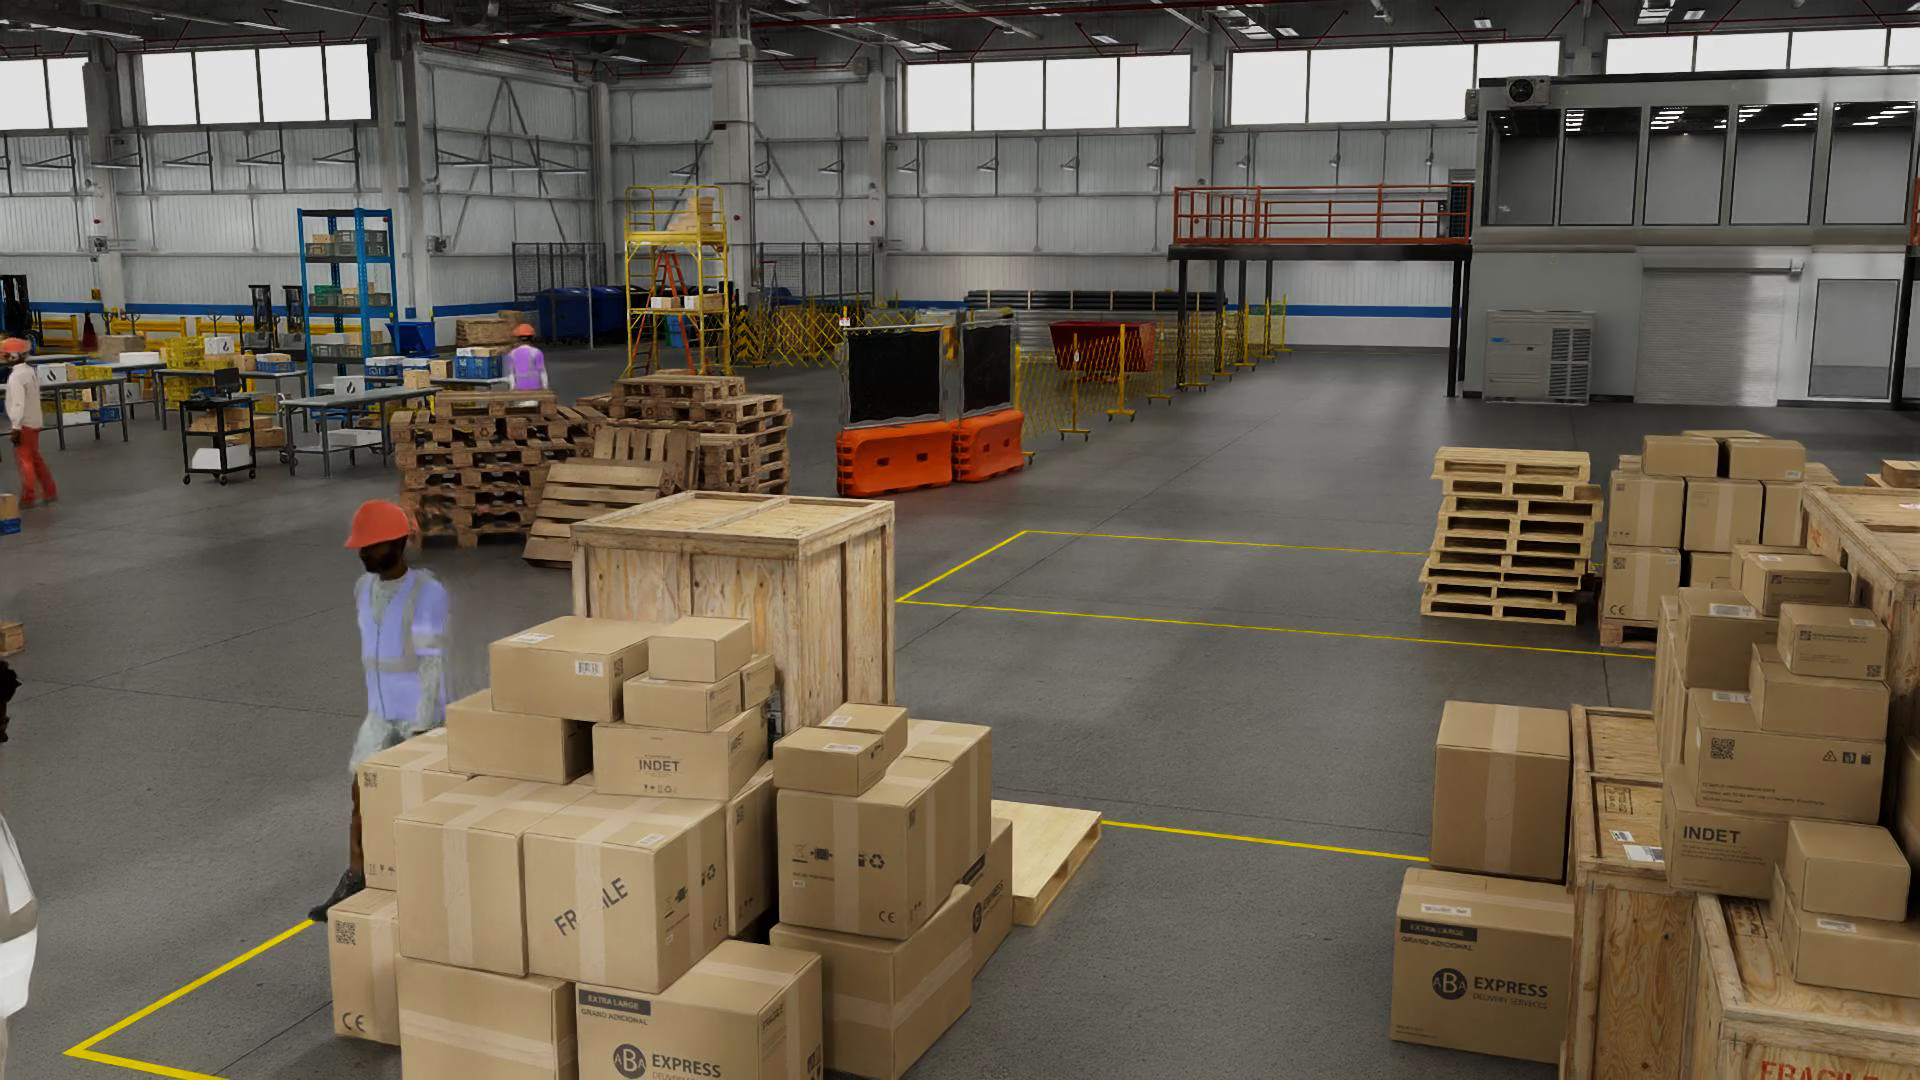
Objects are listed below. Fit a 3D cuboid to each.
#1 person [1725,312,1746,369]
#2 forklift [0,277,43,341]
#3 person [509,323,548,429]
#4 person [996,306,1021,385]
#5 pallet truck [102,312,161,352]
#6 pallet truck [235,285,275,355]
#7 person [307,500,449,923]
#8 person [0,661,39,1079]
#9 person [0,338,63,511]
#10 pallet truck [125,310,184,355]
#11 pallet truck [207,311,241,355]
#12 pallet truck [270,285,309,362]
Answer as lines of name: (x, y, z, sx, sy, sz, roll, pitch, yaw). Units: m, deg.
person: (18.283, -4.721, 39.180, 0.497, 1.627, 0.288, 6, 12, 30)
forklift: (-27.151, -6.329, 46.328, 1.157, 1.987, 2.680, 3, 11, 17)
person: (-6.303, -2.184, 24.121, 0.538, 1.917, 0.855, 4, 11, 20)
person: (1.046, -4.262, 36.354, 0.500, 1.715, 0.672, -5, 11, -28)
pallet truck: (-23.057, -5.777, 46.261, 0.680, 1.201, 1.601, 3, 11, 19)
pallet truck: (-18.327, -5.835, 44.421, 0.823, 1.965, 1.885, 4, 11, 23)
person: (-2.569, 0.778, 7.438, 0.568, 1.900, 0.878, 5, 11, 25)
person: (-2.723, 1.257, 4.591, 0.390, 1.958, 0.602, -5, 11, -26)
person: (-10.682, -1.306, 19.023, 0.552, 1.982, 0.645, -2, 10, -13)
pallet truck: (-22.038, -5.665, 45.457, 0.704, 1.261, 1.522, 3, 11, 17)
pallet truck: (-19.537, -5.575, 44.913, 0.653, 1.274, 1.630, 3, 11, 19)
pallet truck: (-17.147, -5.700, 43.663, 0.823, 1.965, 1.885, 3, 11, 17)
